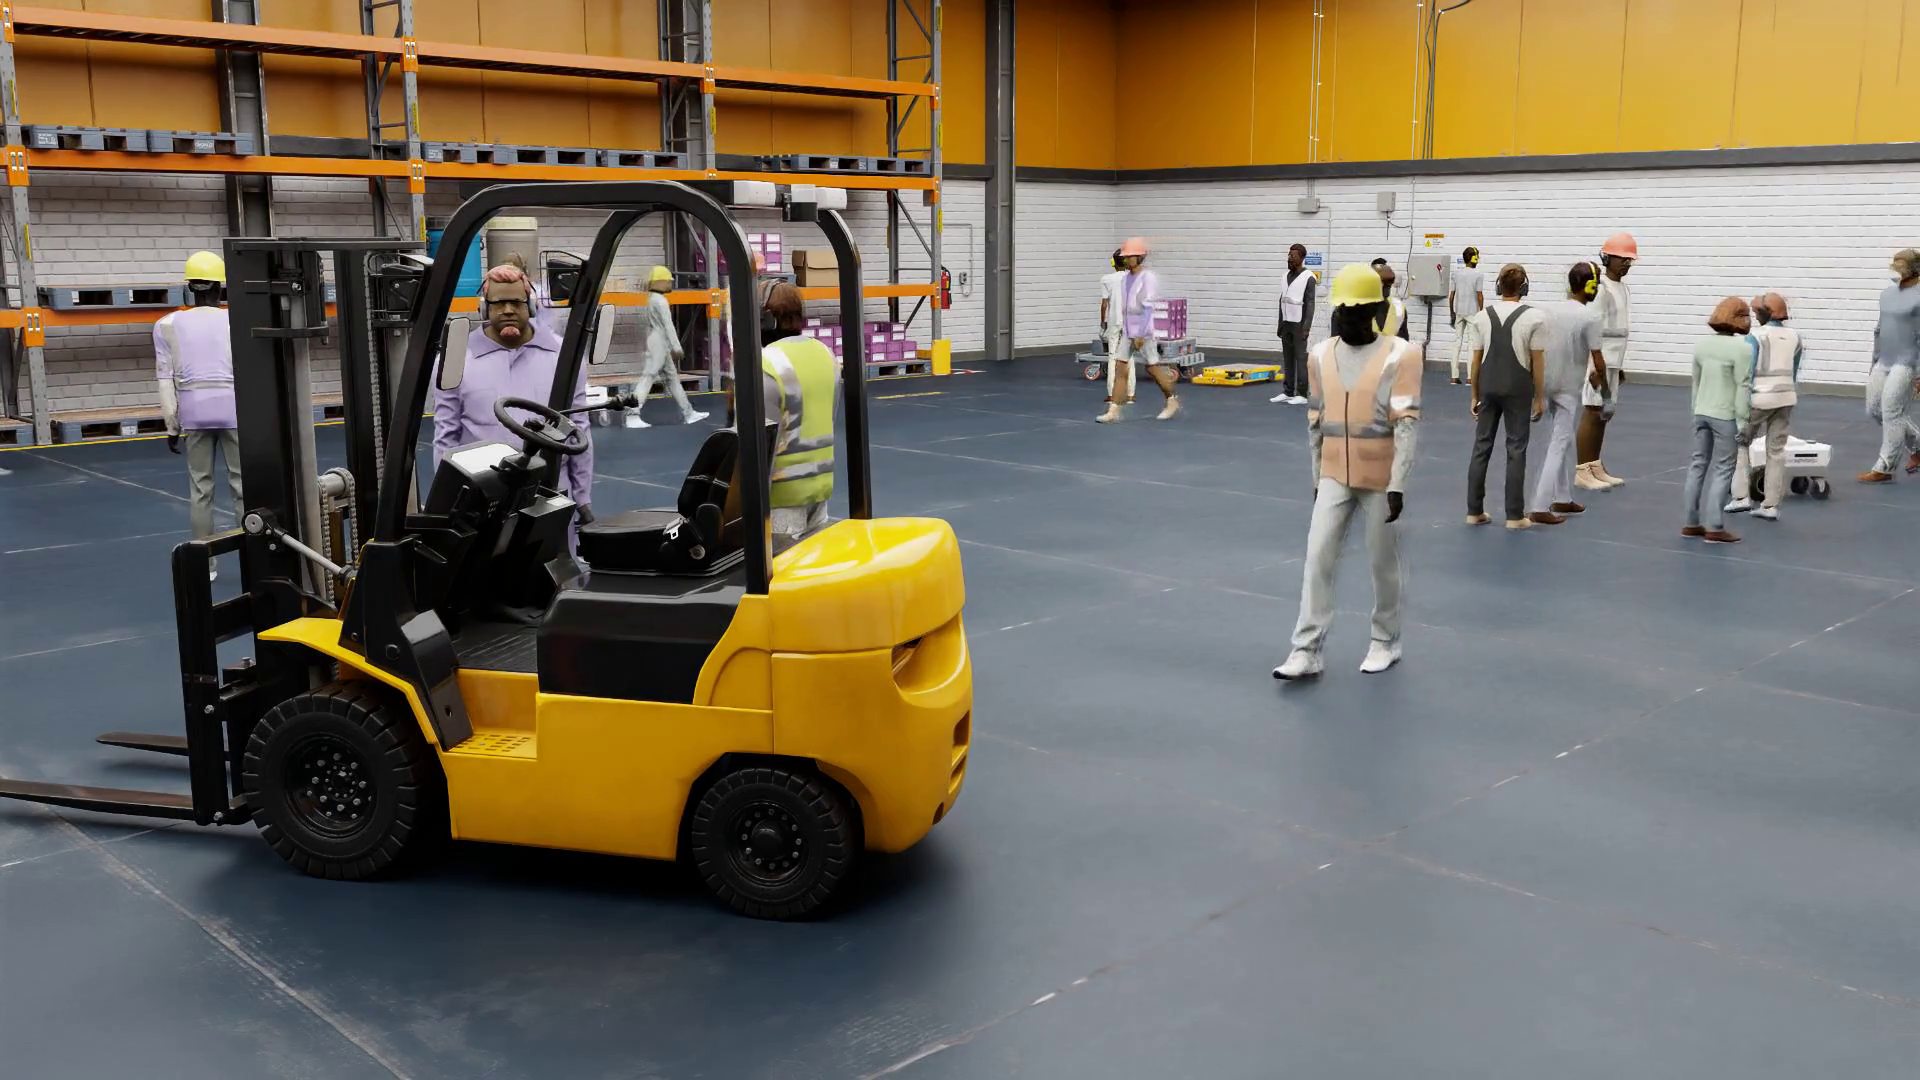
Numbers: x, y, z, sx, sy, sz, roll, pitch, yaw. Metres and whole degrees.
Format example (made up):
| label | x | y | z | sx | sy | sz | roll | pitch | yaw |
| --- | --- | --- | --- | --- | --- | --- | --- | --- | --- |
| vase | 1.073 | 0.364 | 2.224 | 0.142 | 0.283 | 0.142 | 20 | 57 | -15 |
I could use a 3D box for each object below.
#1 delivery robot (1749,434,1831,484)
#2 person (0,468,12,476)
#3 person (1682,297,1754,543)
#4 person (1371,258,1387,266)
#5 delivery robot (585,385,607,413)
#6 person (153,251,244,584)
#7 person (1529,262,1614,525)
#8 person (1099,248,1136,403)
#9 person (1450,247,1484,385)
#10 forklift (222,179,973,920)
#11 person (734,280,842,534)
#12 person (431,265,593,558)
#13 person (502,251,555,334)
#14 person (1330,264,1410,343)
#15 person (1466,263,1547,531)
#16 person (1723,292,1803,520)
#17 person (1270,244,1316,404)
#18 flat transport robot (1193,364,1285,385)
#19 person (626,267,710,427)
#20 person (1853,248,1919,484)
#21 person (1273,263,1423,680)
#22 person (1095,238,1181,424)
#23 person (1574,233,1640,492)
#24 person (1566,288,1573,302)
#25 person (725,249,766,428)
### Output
| label | x | y | z | sx | sy | sz | roll | pitch | yaw |
| --- | --- | --- | --- | --- | --- | --- | --- | --- | --- |
| delivery robot | 6.328 | -0.644 | 12.857 | 0.707 | 0.478 | 0.477 | -1 | 10 | -5 |
| person | -8.306 | -1.425 | 13.850 | 0.570 | 1.843 | 0.372 | 2 | 11 | 11 |
| person | 5.031 | -0.792 | 11.011 | 0.297 | 1.622 | 0.503 | -3 | 11 | -17 |
| person | 5.990 | -3.207 | 23.969 | 0.317 | 1.695 | 0.540 | 1 | 10 | 5 |
| delivery robot | -4.055 | -1.490 | 17.468 | 0.477 | 0.478 | 0.707 | 8 | 13 | 39 |
| person | -4.325 | -0.700 | 9.673 | 0.585 | 1.927 | 0.366 | -2 | 11 | -13 |
| person | 4.309 | -1.028 | 11.719 | 0.805 | 1.830 | 0.599 | -5 | 11 | -25 |
| person | 1.941 | -2.578 | 20.100 | 0.507 | 1.861 | 0.329 | 0 | 10 | -1 |
| person | 6.872 | -3.026 | 22.529 | 0.326 | 1.865 | 0.518 | -10 | 14 | -44 |
| forklift | -1.114 | -0.058 | 5.440 | 2.313 | 2.155 | 1.214 | 2 | 11 | 13 |
| person | -0.757 | -0.178 | 7.077 | 0.430 | 1.838 | 0.619 | 5 | 12 | 25 |
| person | -1.837 | -0.175 | 6.894 | 0.640 | 1.902 | 0.402 | -4 | 11 | -21 |
| person | -3.746 | -1.513 | 14.224 | 0.651 | 1.887 | 1.021 | 7 | 13 | 34 |
| person | 3.251 | -1.260 | 13.106 | 0.629 | 1.794 | 0.920 | -4 | 11 | -19 |
| person | 3.768 | -0.983 | 11.486 | 0.504 | 1.837 | 0.356 | 8 | 13 | 39 |
| person | 5.756 | -0.961 | 11.918 | 0.531 | 1.613 | 0.518 | -3 | 11 | -14 |
| person | 4.050 | -2.602 | 20.058 | 0.392 | 1.922 | 0.592 | -5 | 12 | -27 |
| flat transport robot | 3.840 | -2.279 | 22.800 | 0.652 | 0.197 | 1.431 | 8 | 13 | 38 |
| person | -3.140 | -2.036 | 17.609 | 0.925 | 1.688 | 0.496 | -3 | 11 | -18 |
| person | 7.688 | -1.406 | 13.528 | 0.646 | 1.926 | 0.642 | -1 | 10 | -4 |
| person | 1.757 | -0.282 | 7.501 | 0.601 | 1.889 | 0.907 | 8 | 13 | 39 |
| person | 1.968 | -2.262 | 18.034 | 1.048 | 2.004 | 0.631 | -7 | 12 | -32 |
| person | 5.163 | -1.410 | 13.241 | 0.395 | 2.039 | 0.607 | 10 | 14 | 42 |
| person | 8.410 | -2.891 | 22.421 | 0.507 | 1.631 | 0.266 | 8 | 13 | 36 |
| person | -2.100 | -1.950 | 16.609 | 0.541 | 1.896 | 1.016 | -5 | 12 | -25 |
